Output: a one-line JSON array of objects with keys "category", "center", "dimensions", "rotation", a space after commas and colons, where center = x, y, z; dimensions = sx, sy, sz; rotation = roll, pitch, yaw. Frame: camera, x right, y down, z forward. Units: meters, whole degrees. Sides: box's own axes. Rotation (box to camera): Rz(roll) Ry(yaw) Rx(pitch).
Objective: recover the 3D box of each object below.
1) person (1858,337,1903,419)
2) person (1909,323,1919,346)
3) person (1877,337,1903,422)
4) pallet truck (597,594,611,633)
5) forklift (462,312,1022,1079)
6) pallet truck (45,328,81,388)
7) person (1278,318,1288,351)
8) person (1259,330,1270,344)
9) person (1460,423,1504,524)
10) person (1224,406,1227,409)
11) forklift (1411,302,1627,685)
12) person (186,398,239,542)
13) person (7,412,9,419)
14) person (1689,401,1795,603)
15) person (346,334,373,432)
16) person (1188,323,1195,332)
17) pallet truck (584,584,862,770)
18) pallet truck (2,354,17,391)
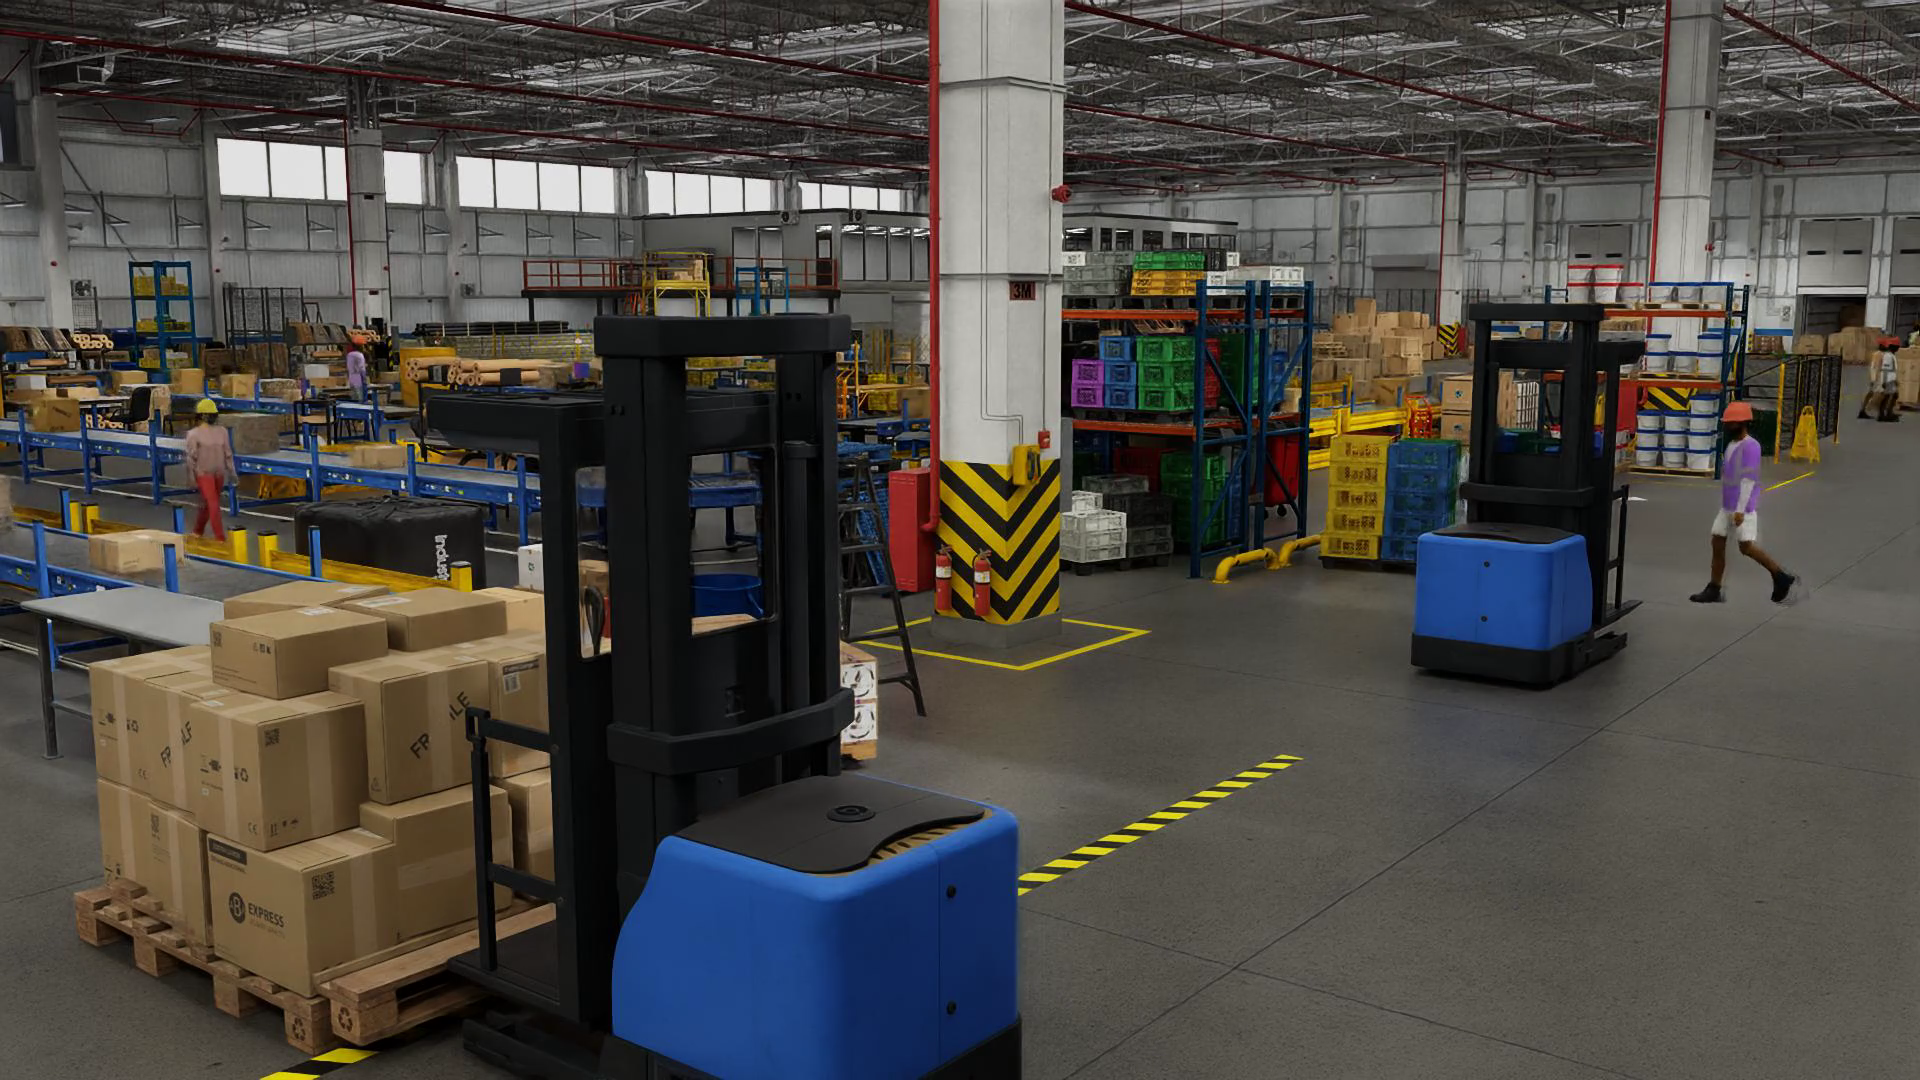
[{"category": "person", "center": [21.189, -3.703, 38.169], "dimensions": [0.960, 1.883, 0.540], "rotation": [5, 10, 29]}, {"category": "person", "center": [34.211, -6.838, 59.557], "dimensions": [0.454, 1.827, 0.657], "rotation": [3, 9, 17]}, {"category": "person", "center": [20.974, -3.594, 37.358], "dimensions": [0.629, 1.918, 0.558], "rotation": [5, 10, 33]}, {"category": "pallet truck", "center": [-3.115, 0.344, 12.883], "dimensions": [0.653, 1.274, 1.630], "rotation": [7, 11, 37]}, {"category": "forklift", "center": [-0.796, 0.585, 5.952], "dimensions": [1.873, 2.768, 1.129], "rotation": [7, 11, 37]}, {"category": "pallet truck", "center": [-23.775, -4.544, 43.495], "dimensions": [1.885, 1.965, 0.823], "rotation": [6, 10, 35]}, {"category": "person", "center": [15.377, -9.803, 79.107], "dimensions": [0.608, 1.946, 0.406], "rotation": [-2, 9, -16]}, {"category": "person", "center": [12.911, -8.432, 70.654], "dimensions": [0.512, 1.697, 0.866], "rotation": [2, 9, 12]}, {"category": "person", "center": [4.995, -0.289, 15.908], "dimensions": [0.536, 1.675, 0.740], "rotation": [7, 11, 38]}, {"category": "person", "center": [4.759, -2.672, 31.586], "dimensions": [0.601, 1.788, 0.911], "rotation": [7, 11, 39]}, {"category": "forklift", "center": [4.379, -0.438, 12.852], "dimensions": [1.129, 2.768, 1.873], "rotation": [7, 11, 37]}, {"category": "person", "center": [-8.483, -0.738, 18.734], "dimensions": [0.880, 1.732, 0.518], "rotation": [4, 9, 26]}, {"category": "person", "center": [-20.302, -3.178, 34.751], "dimensions": [0.652, 1.863, 0.993], "rotation": [6, 10, 35]}, {"category": "person", "center": [7.310, -0.338, 15.463], "dimensions": [0.849, 1.915, 0.560], "rotation": [0, 8, -1]}, {"category": "person", "center": [-12.545, -3.267, 34.742], "dimensions": [0.615, 2.038, 0.395], "rotation": [8, 11, 42]}, {"category": "person", "center": [7.721, -6.338, 55.857], "dimensions": [0.610, 1.920, 1.018], "rotation": [-1, 9, -9]}, {"category": "pallet truck", "center": [-1.426, 0.805, 10.019], "dimensions": [1.601, 1.201, 0.680], "rotation": [-4, 9, -26]}, {"category": "pallet truck", "center": [-24.881, -4.417, 42.634], "dimensions": [1.885, 1.965, 0.823], "rotation": [8, 11, 41]}]
